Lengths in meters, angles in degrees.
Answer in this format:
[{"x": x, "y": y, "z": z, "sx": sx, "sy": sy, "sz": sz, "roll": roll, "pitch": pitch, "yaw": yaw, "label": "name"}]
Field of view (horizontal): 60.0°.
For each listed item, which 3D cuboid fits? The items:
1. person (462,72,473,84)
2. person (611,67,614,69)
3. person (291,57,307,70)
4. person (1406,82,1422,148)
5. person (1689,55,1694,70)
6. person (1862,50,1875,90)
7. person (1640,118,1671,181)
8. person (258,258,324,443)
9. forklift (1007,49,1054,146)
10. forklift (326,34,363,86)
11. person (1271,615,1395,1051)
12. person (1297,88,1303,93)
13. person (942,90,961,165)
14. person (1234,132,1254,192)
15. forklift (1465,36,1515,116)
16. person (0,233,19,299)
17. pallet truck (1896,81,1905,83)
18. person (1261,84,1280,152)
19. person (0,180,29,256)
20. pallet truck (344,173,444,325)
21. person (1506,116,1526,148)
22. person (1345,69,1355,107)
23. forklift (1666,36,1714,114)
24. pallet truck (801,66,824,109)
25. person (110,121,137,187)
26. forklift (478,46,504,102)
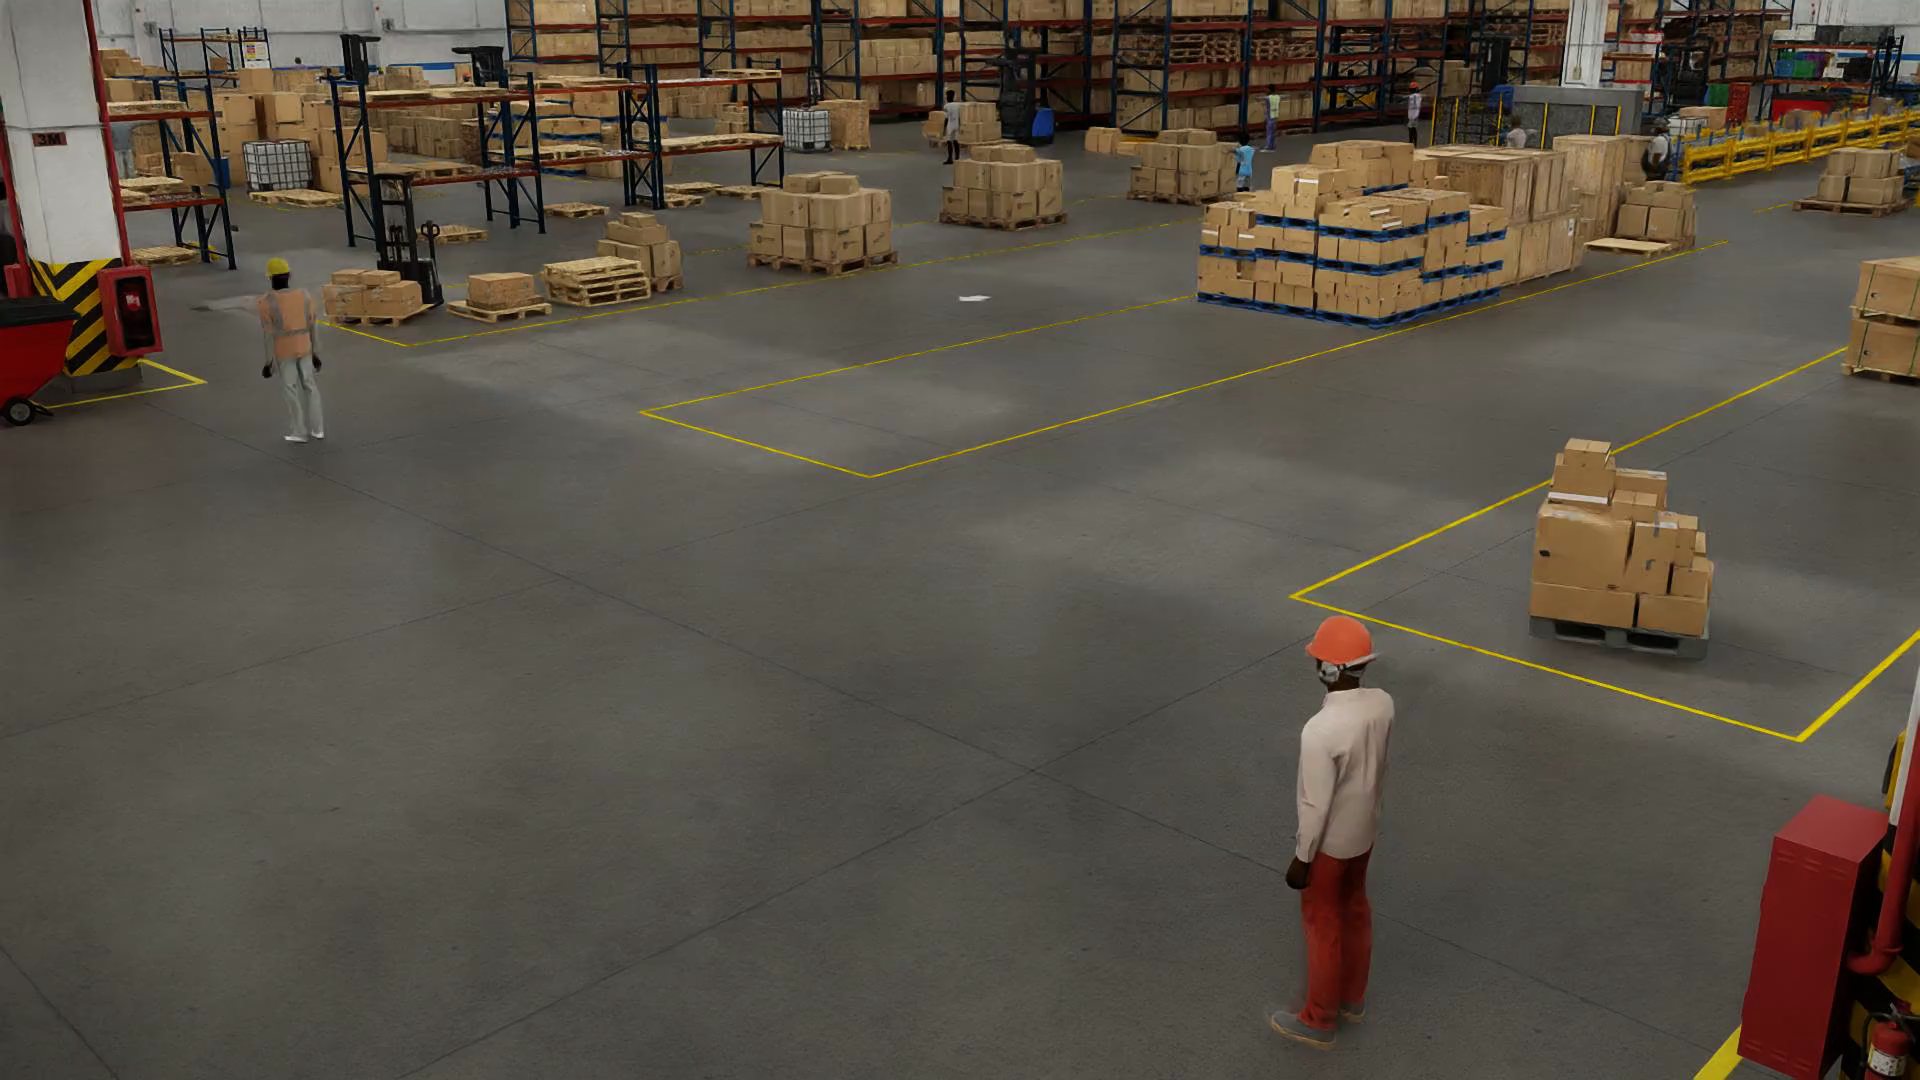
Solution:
[{"x": -15.664, "y": -13.901, "z": 53.047, "sx": 0.396, "sy": 1.992, "sz": 0.622, "roll": 17, "pitch": 25, "yaw": 41, "label": "person"}, {"x": -15.530, "y": -20.766, "z": 74.287, "sx": 0.310, "sy": 1.638, "sz": 0.522, "roll": 17, "pitch": 25, "yaw": 41, "label": "person"}, {"x": -26.085, "y": -18.104, "z": 65.798, "sx": 0.352, "sy": 1.937, "sz": 0.635, "roll": 17, "pitch": 25, "yaw": 41, "label": "person"}, {"x": 13.205, "y": -12.391, "z": 48.593, "sx": 0.378, "sy": 1.932, "sz": 0.551, "roll": 17, "pitch": 25, "yaw": 41, "label": "person"}, {"x": 31.761, "y": -20.324, "z": 72.657, "sx": 0.404, "sy": 1.827, "sz": 0.600, "roll": 17, "pitch": 25, "yaw": 41, "label": "person"}, {"x": 42.249, "y": -21.949, "z": 77.437, "sx": 0.403, "sy": 1.904, "sz": 0.651, "roll": 17, "pitch": 25, "yaw": 41, "label": "person"}, {"x": 14.183, "y": -7.599, "z": 33.989, "sx": 0.538, "sy": 2.000, "sz": 0.701, "roll": 14, "pitch": 23, "yaw": 35, "label": "person"}, {"x": -6.912, "y": -1.948, "z": 17.178, "sx": 0.398, "sy": 1.914, "sz": 0.637, "roll": 13, "pitch": 23, "yaw": 35, "label": "person"}, {"x": 1.846, "y": -13.144, "z": 49.381, "sx": 1.129, "sy": 2.768, "sz": 1.873, "roll": 17, "pitch": 25, "yaw": 41, "label": "forklift"}, {"x": -23.631, "y": -18.242, "z": 64.744, "sx": 1.129, "sy": 2.768, "sz": 1.873, "roll": 17, "pitch": 25, "yaw": 41, "label": "forklift"}, {"x": 1.636, "y": 1.279, "z": 7.312, "sx": 0.396, "sy": 1.992, "sz": 0.622, "roll": 17, "pitch": 25, "yaw": 41, "label": "person"}, {"x": 12.332, "y": -16.280, "z": 60.680, "sx": 0.317, "sy": 1.695, "sz": 0.540, "roll": 17, "pitch": 25, "yaw": 41, "label": "person"}, {"x": -0.231, "y": -10.980, "z": 44.294, "sx": 0.368, "sy": 1.961, "sz": 0.613, "roll": 17, "pitch": 25, "yaw": 41, "label": "person"}, {"x": 5.868, "y": -7.592, "z": 34.505, "sx": 0.317, "sy": 1.695, "sz": 0.540, "roll": 17, "pitch": 25, "yaw": 41, "label": "person"}, {"x": 19.973, "y": -17.201, "z": 61.606, "sx": 1.873, "sy": 2.768, "sz": 1.129, "roll": 17, "pitch": 25, "yaw": 41, "label": "forklift"}, {"x": -11.863, "y": -3.119, "z": 20.566, "sx": 0.402, "sy": 1.990, "sz": 0.622, "roll": 17, "pitch": 25, "yaw": 41, "label": "person"}, {"x": 34.802, "y": -16.331, "z": 61.455, "sx": 0.653, "sy": 1.274, "sz": 1.630, "roll": 17, "pitch": 25, "yaw": 41, "label": "pallet truck"}, {"x": 8.949, "y": -12.120, "z": 47.806, "sx": 0.373, "sy": 1.914, "sz": 0.596, "roll": 17, "pitch": 25, "yaw": 41, "label": "person"}, {"x": -13.941, "y": -4.340, "z": 24.438, "sx": 0.310, "sy": 1.868, "sz": 0.533, "roll": 17, "pitch": 25, "yaw": 41, "label": "person"}, {"x": -8.209, "y": -4.181, "z": 23.757, "sx": 0.823, "sy": 1.965, "sz": 1.885, "roll": 3, "pitch": 19, "yaw": 9, "label": "pallet truck"}, {"x": 11.849, "y": -8.097, "z": 35.652, "sx": 0.356, "sy": 1.936, "sz": 0.635, "roll": 17, "pitch": 25, "yaw": 41, "label": "person"}, {"x": 14.326, "y": -16.439, "z": 61.159, "sx": 0.317, "sy": 1.695, "sz": 0.540, "roll": 17, "pitch": 25, "yaw": 41, "label": "person"}, {"x": 27.341, "y": -17.291, "z": 61.877, "sx": 1.129, "sy": 2.768, "sz": 1.873, "roll": 17, "pitch": 25, "yaw": 41, "label": "forklift"}, {"x": -4.812, "y": -15.182, "z": 56.903, "sx": 0.823, "sy": 1.965, "sz": 1.885, "roll": -9, "pitch": 21, "yaw": -26, "label": "pallet truck"}, {"x": -19.215, "y": -8.921, "z": 38.130, "sx": 0.352, "sy": 1.937, "sz": 0.635, "roll": 17, "pitch": 25, "yaw": 41, "label": "person"}, {"x": -14.397, "y": -13.832, "z": 51.456, "sx": 1.129, "sy": 2.768, "sz": 1.873, "roll": 17, "pitch": 25, "yaw": 41, "label": "forklift"}]
